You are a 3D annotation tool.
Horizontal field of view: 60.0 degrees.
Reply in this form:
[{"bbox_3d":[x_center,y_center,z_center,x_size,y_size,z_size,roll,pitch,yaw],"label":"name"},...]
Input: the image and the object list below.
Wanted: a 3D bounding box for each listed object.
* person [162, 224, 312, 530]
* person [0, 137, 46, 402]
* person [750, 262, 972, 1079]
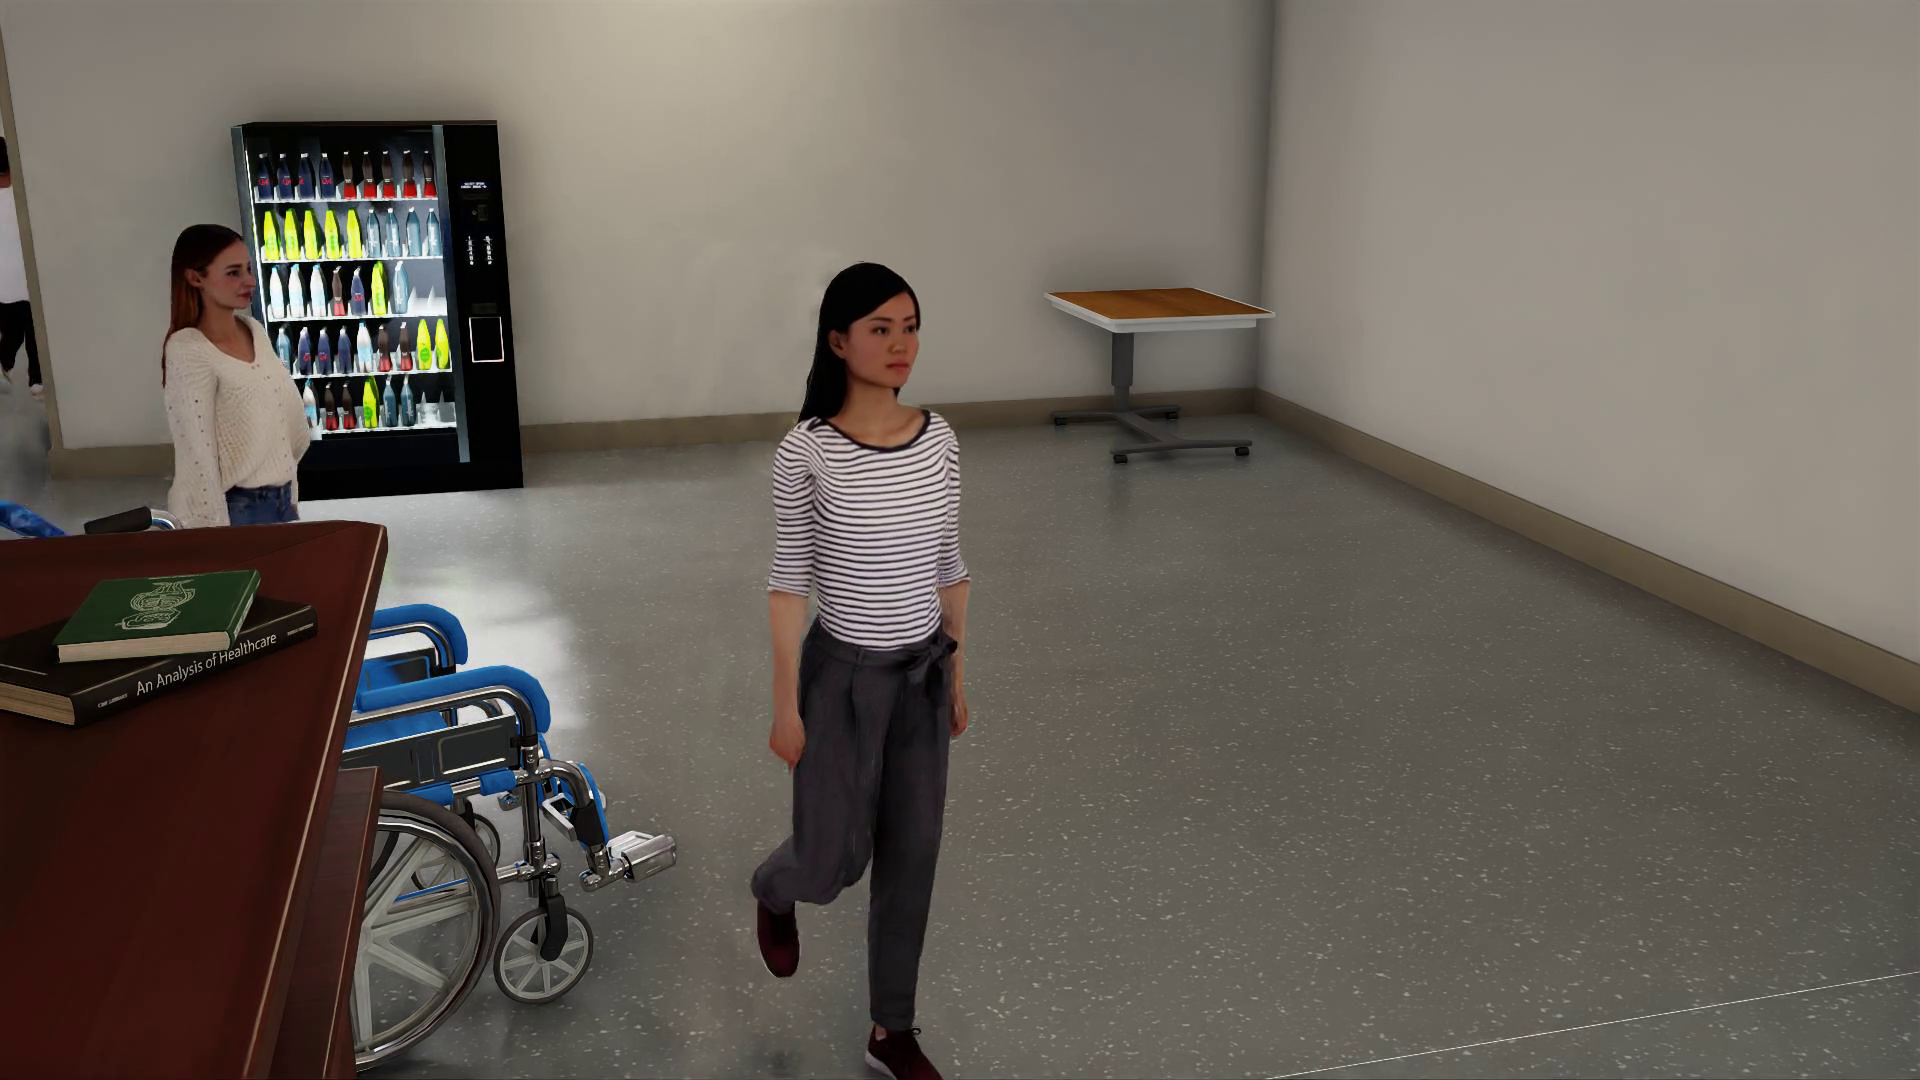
[{"bbox_3d":[-2.091,-0.037,4.698,0.836,1.680,0.767,2,16,7],"label":"person"},{"bbox_3d":[-6.037,-1.703,10.618,0.751,1.674,0.813,0,16,-1],"label":"person"},{"bbox_3d":[-0.231,0.290,3.462,0.914,1.723,0.838,-10,19,-32],"label":"person"}]
